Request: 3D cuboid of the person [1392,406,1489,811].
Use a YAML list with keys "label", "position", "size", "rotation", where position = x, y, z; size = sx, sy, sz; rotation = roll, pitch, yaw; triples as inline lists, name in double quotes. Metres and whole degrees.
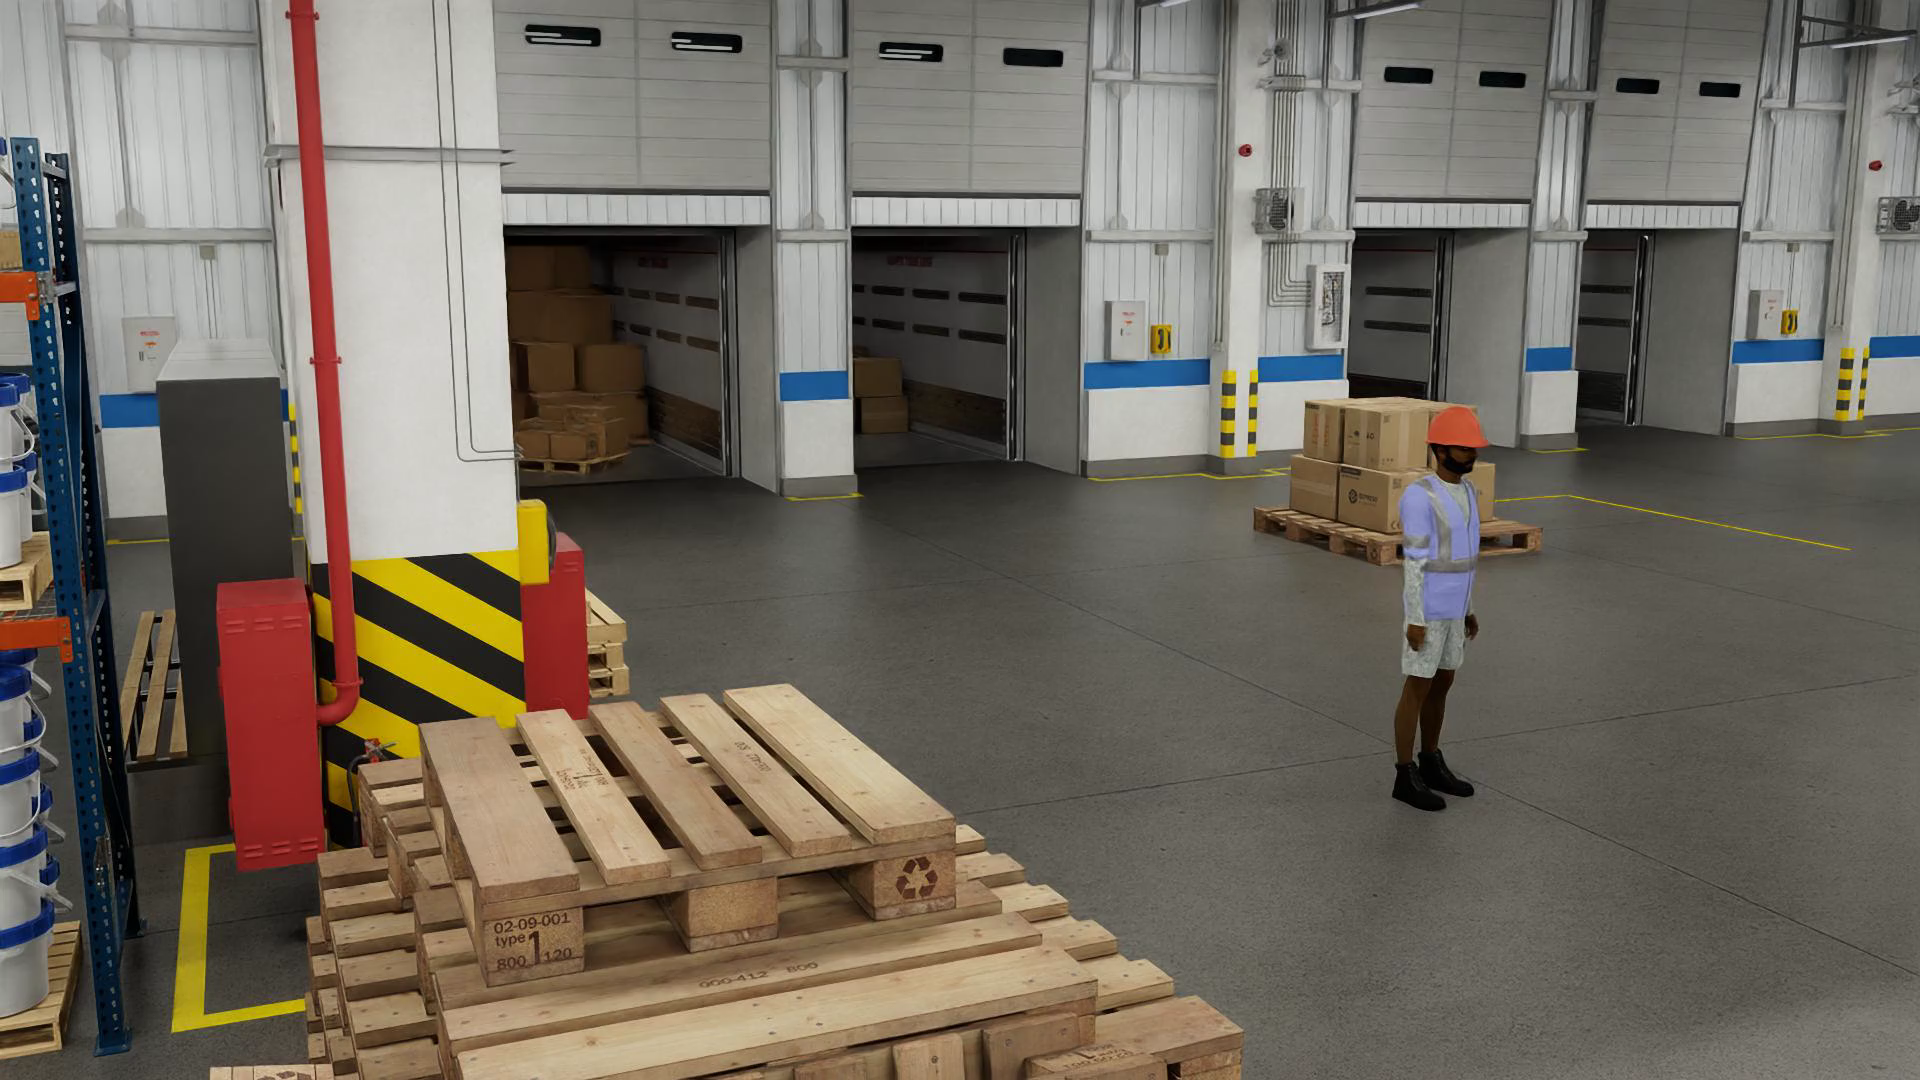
- label: "person"
  position: [2.329, 0.320, 8.017]
  size: [0.542, 1.939, 0.363]
  rotation: [-10, 14, -43]
